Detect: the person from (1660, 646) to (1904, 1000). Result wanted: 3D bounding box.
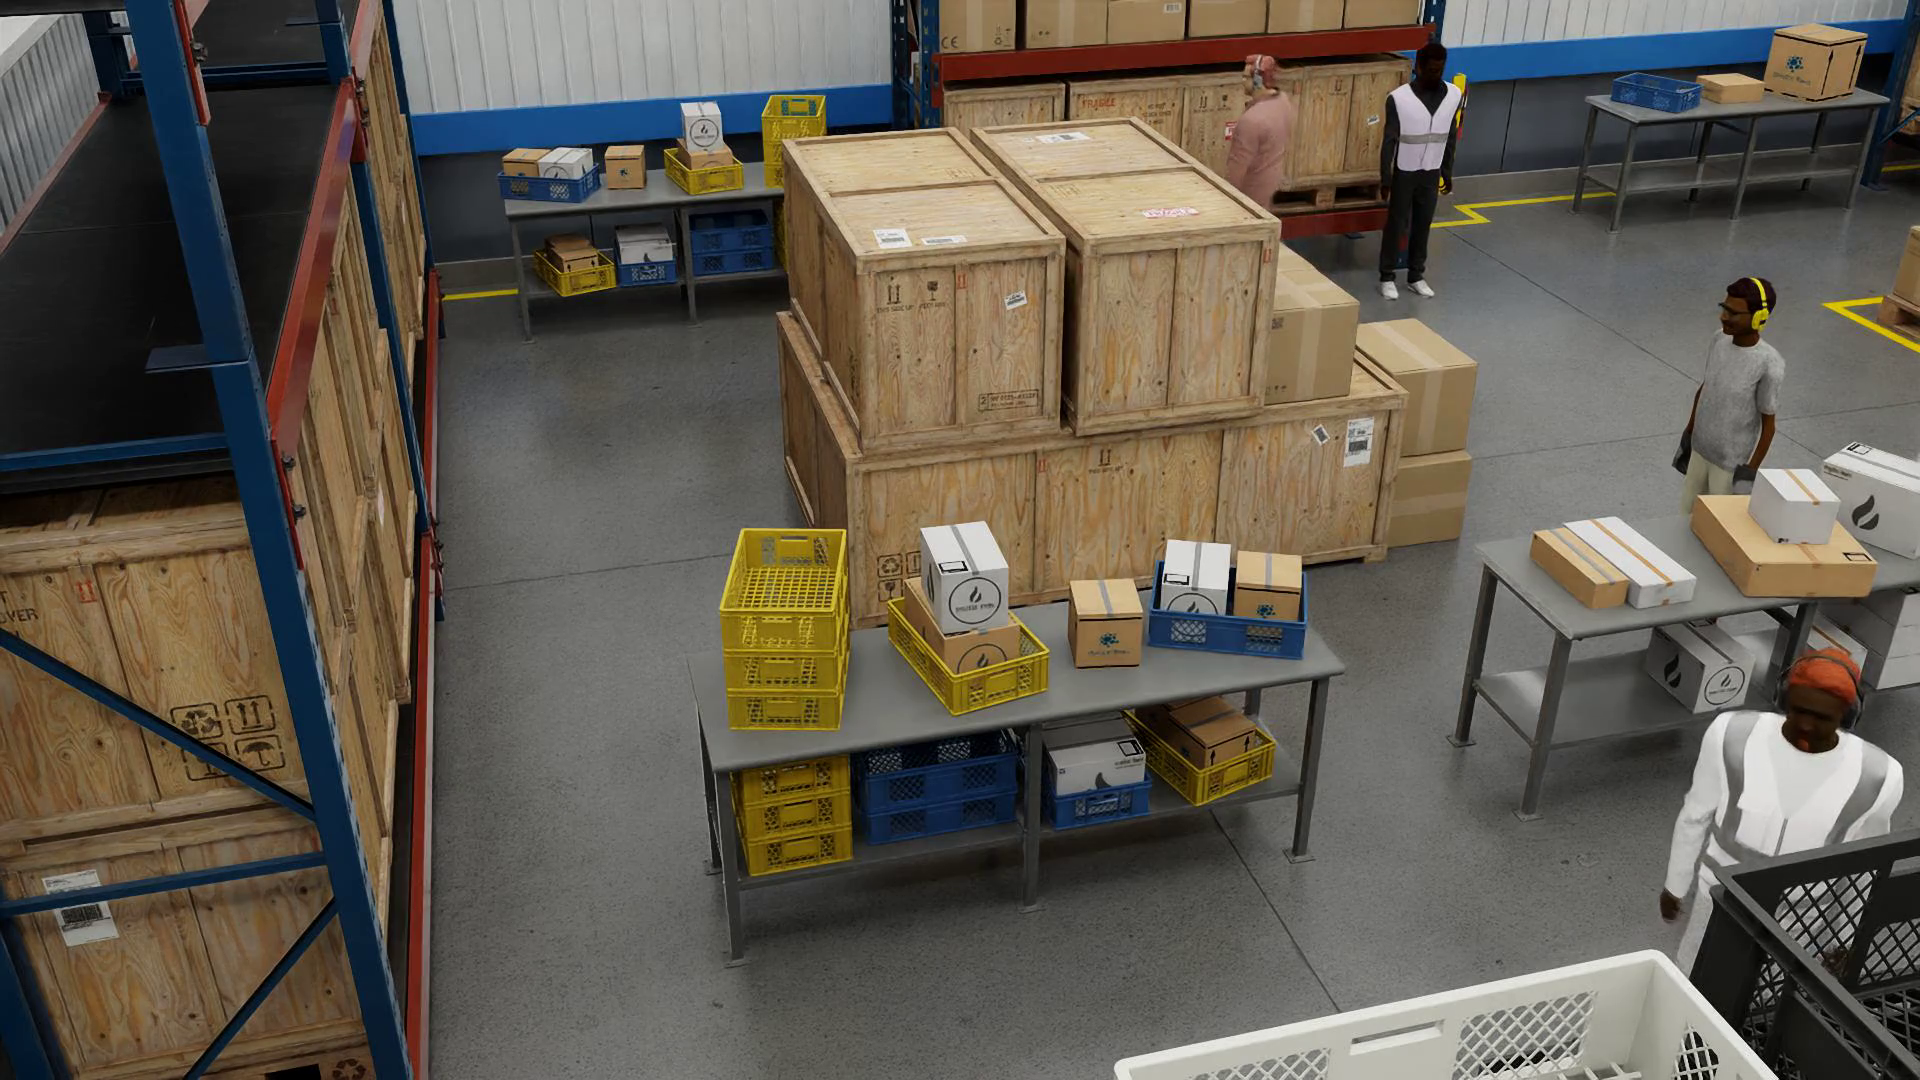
[{"bbox_3d":[2.571,1.147,5.348,0.583,1.882,0.337,15,32,26],"label":"person"}]

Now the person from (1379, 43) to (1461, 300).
[{"bbox_3d":[3.386,-2.739,12.380,0.600,1.907,0.411,-8,30,-13],"label":"person"}]

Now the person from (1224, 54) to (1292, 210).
[{"bbox_3d":[2.093,-2.554,12.044,0.451,1.898,0.670,15,32,25],"label":"person"}]

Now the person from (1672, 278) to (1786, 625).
[{"bbox_3d":[3.716,-0.396,8.169,0.309,1.863,0.535,-8,30,-14],"label":"person"}]
